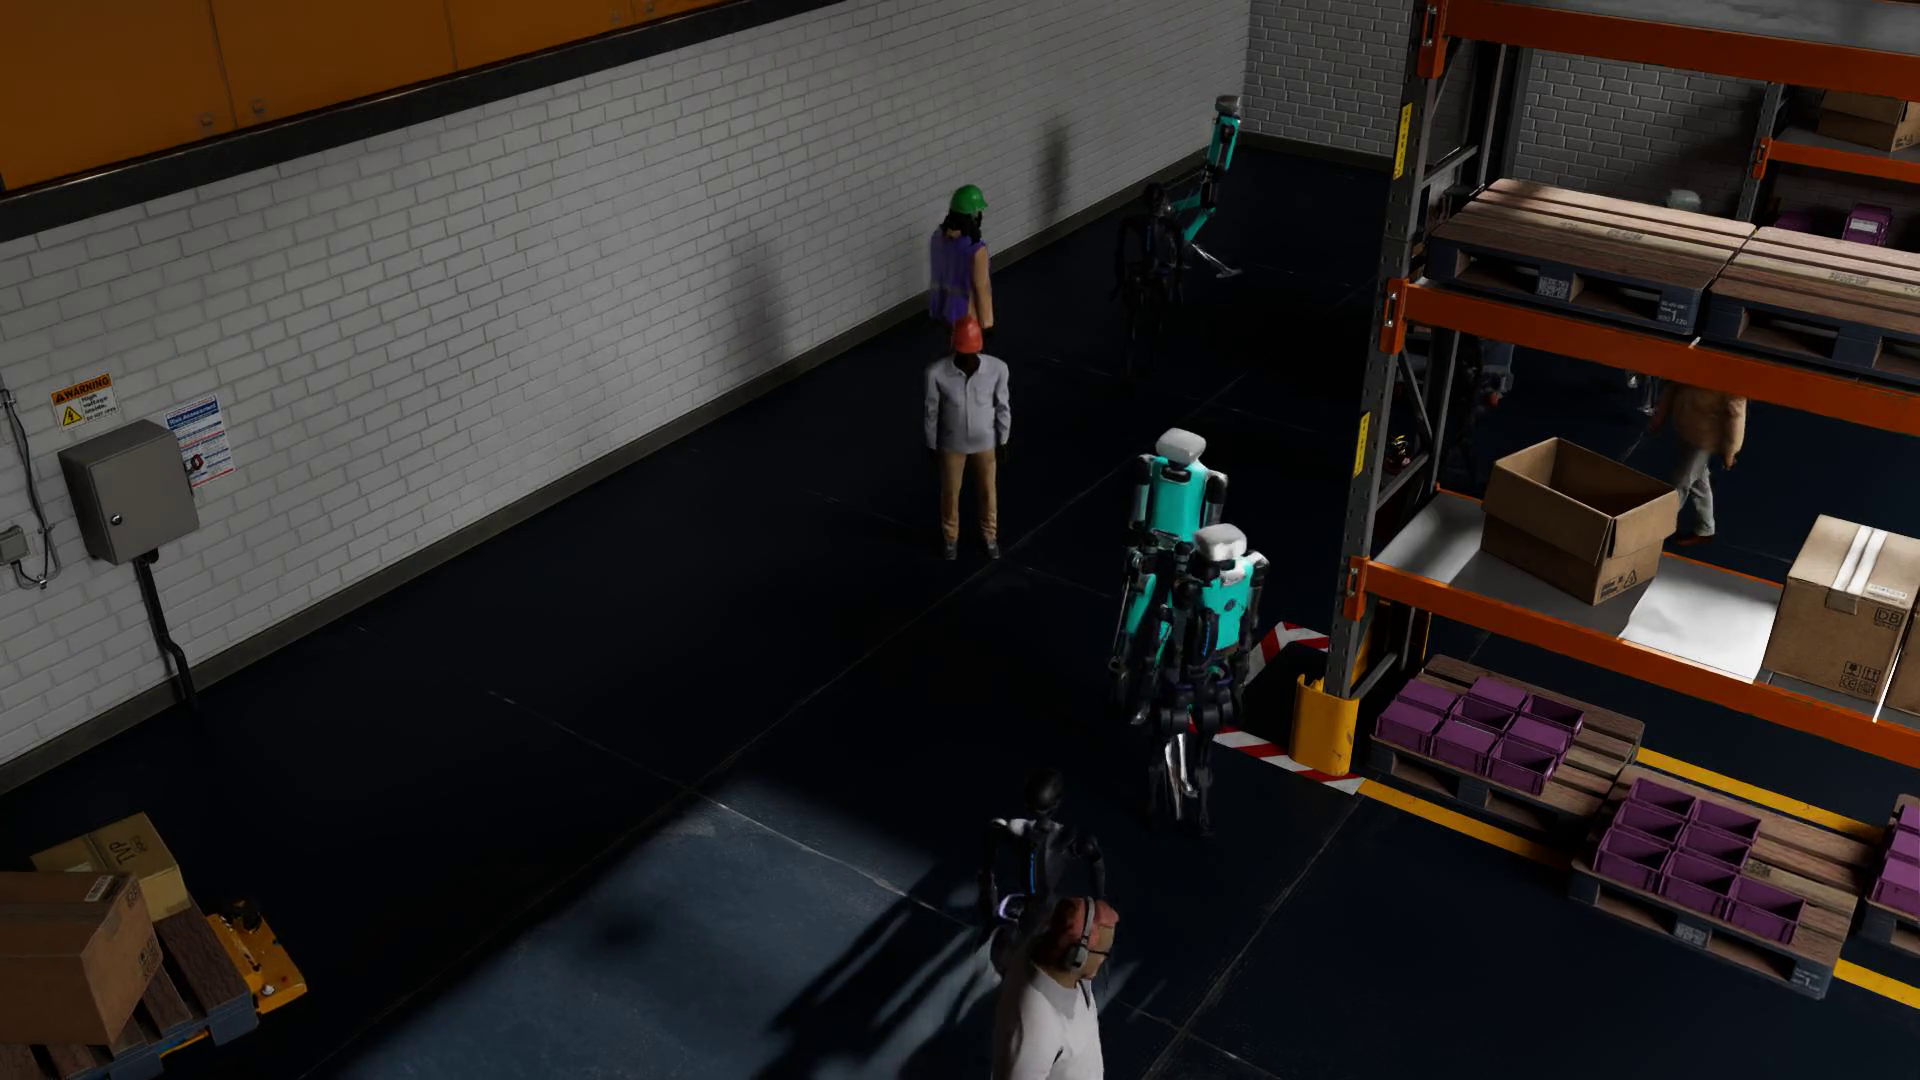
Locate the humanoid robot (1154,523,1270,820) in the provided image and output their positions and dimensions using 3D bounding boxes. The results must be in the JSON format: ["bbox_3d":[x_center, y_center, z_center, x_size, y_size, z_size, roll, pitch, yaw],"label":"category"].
[{"bbox_3d":[1.139,0.655,8.498,0.539,1.854,0.730,-15,33,-25],"label":"humanoid robot"}]

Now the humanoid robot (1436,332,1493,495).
[{"bbox_3d":[3.407,-0.991,11.378,0.746,1.622,0.587,-5,30,-8],"label":"humanoid robot"}]

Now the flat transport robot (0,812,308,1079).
[{"bbox_3d":[-3.737,2.105,7.387,1.431,0.231,0.659,-23,37,-34],"label":"flat transport robot"}]

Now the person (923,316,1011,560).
[{"bbox_3d":[0.051,-0.639,10.686,0.563,1.734,0.396,-4,30,-6],"label":"person"}]

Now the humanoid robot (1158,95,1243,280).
[{"bbox_3d":[2.130,-3.144,15.016,0.965,1.737,0.547,3,30,5],"label":"humanoid robot"}]

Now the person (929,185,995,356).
[{"bbox_3d":[0.021,-1.691,12.323,0.475,1.916,0.566,-25,38,-36],"label":"person"}]

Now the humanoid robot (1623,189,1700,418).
[{"bbox_3d":[5.343,-1.715,12.577,0.554,1.741,1.052,2,30,3],"label":"humanoid robot"}]

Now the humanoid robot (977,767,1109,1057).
[{"bbox_3d":[0.316,1.669,6.783,0.584,1.644,0.724,9,31,15],"label":"humanoid robot"}]

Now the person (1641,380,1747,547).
[{"bbox_3d":[4.673,-0.697,10.695,0.981,1.823,0.587,-7,31,-11],"label":"person"}]

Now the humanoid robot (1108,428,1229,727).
[{"bbox_3d":[1.053,0.337,9.027,0.549,1.818,0.772,14,33,23],"label":"humanoid robot"}]

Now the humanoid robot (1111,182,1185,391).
[{"bbox_3d":[1.479,-2.003,13.126,0.589,1.640,0.664,6,31,11],"label":"humanoid robot"}]

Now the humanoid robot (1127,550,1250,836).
[{"bbox_3d":[1.145,0.773,8.295,0.603,1.666,0.361,-6,31,-11],"label":"humanoid robot"}]

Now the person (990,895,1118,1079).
[{"bbox_3d":[0.382,2.047,5.896,0.892,1.854,0.715,4,30,7],"label":"person"}]
